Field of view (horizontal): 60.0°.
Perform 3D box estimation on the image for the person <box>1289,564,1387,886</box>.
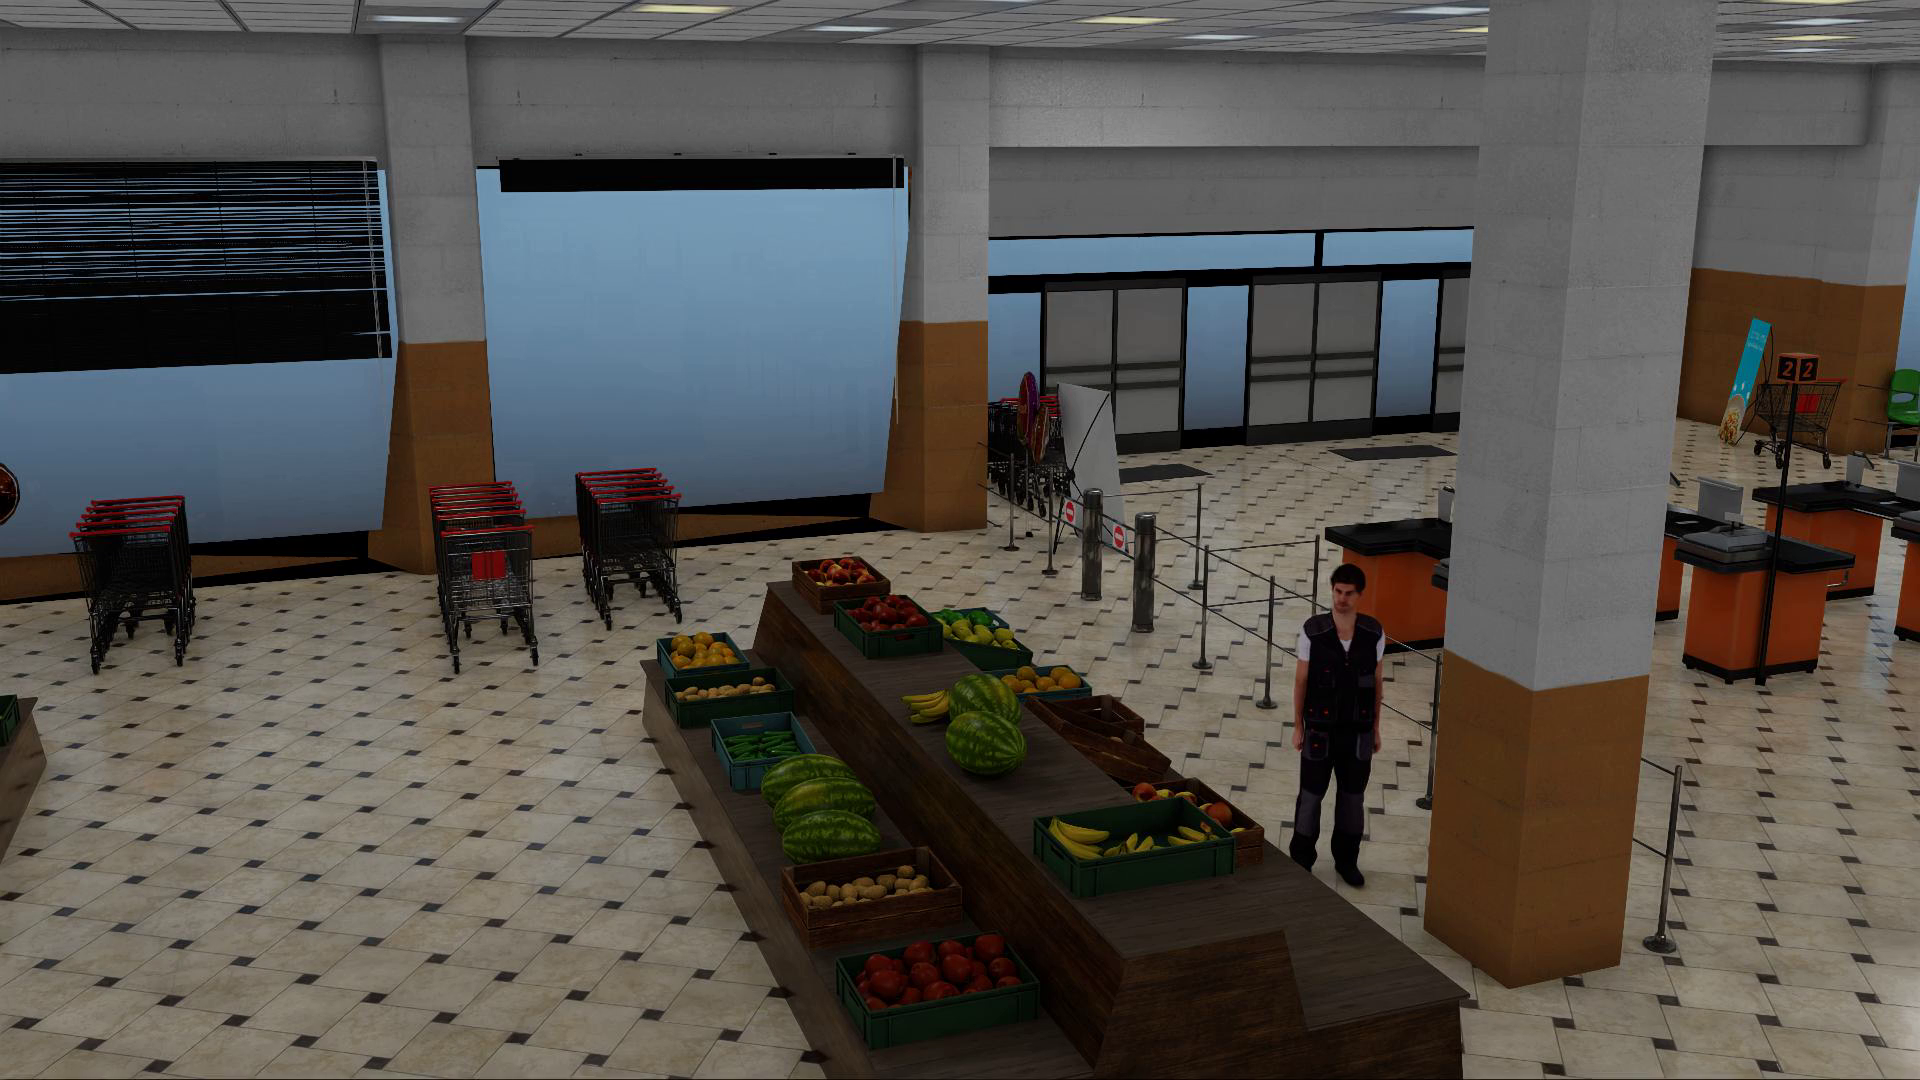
[{"bbox_3d":[2.100,1.024,9.253,0.725,1.848,0.698,0,14,-1],"label":"person"}]
